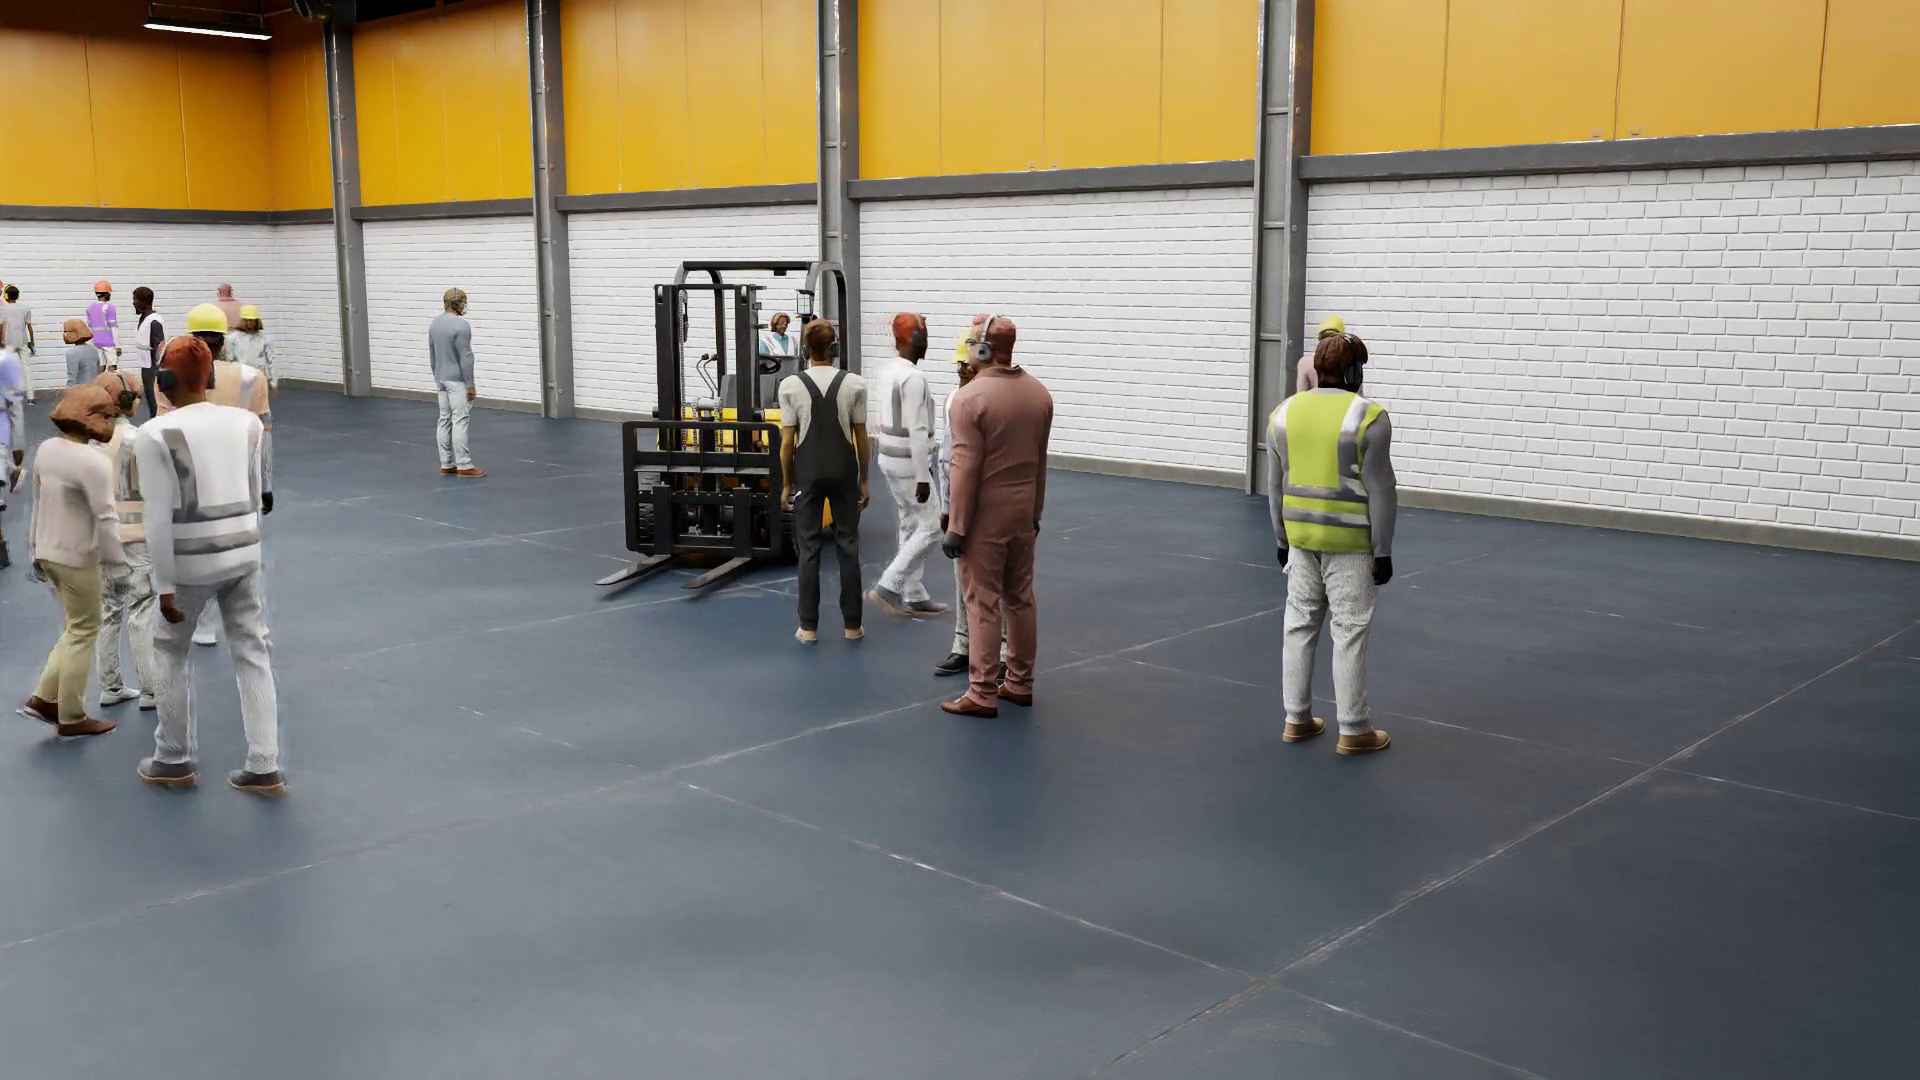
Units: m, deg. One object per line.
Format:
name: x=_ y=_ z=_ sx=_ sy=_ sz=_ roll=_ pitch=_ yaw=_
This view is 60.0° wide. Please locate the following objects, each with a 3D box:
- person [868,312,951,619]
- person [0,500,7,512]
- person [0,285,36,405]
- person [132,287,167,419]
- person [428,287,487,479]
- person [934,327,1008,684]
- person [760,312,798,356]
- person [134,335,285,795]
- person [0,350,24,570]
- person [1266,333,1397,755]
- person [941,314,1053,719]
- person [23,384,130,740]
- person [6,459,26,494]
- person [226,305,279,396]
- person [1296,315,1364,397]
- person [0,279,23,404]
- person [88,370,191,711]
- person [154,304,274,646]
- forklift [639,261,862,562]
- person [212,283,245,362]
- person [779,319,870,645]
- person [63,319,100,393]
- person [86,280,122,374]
person: x=-0.278 y=-0.434 z=10.007 sx=0.493 sy=1.868 sz=0.591 roll=-3 pitch=10 yaw=-19
person: x=-8.620 y=-1.189 z=14.246 sx=1.006 sy=1.978 sz=0.772 roll=6 pitch=11 yaw=31
person: x=-14.679 y=-3.023 z=25.862 sx=0.532 sy=1.873 sz=0.321 roll=-7 pitch=12 yaw=-38
person: x=-9.304 y=-1.956 z=19.179 sx=0.378 sy=1.916 sz=0.598 roll=-8 pitch=12 yaw=-39
person: x=-5.129 y=-1.588 z=16.884 sx=0.629 sy=1.933 sz=0.379 roll=8 pitch=12 yaw=40
person: x=0.114 y=-0.175 z=8.534 sx=0.594 sy=1.828 sz=0.403 roll=8 pitch=12 yaw=41
person: x=-2.010 y=-1.720 z=18.582 sx=0.520 sy=1.639 sz=0.312 roll=-8 pitch=12 yaw=-40
person: x=-3.088 y=0.109 z=6.728 sx=0.813 sy=1.854 sz=0.593 roll=6 pitch=11 yaw=33
person: x=-6.771 y=-0.675 z=11.365 sx=0.554 sy=1.902 sz=0.897 roll=-1 pitch=9 yaw=-3
person: x=1.652 y=0.015 z=7.329 sx=0.429 sy=1.845 sz=0.621 roll=-9 pitch=13 yaw=-43
person: x=0.149 y=-0.113 z=7.917 sx=0.409 sy=1.908 sz=0.651 roll=8 pitch=12 yaw=41
person: x=-3.942 y=0.105 z=7.461 sx=0.537 sy=1.606 sz=0.358 roll=6 pitch=11 yaw=33
person: x=-9.157 y=-1.187 z=15.401 sx=0.726 sy=1.610 sz=0.498 roll=-1 pitch=9 yaw=-9
person: x=-7.743 y=-1.712 z=18.248 sx=0.513 sy=1.719 sz=0.621 roll=-7 pitch=11 yaw=-35
person: x=3.014 y=-0.951 z=13.543 sx=0.538 sy=1.750 sz=0.608 roll=3 pitch=10 yaw=18
person: x=-14.965 y=-3.092 z=25.904 sx=0.623 sy=1.994 sz=0.382 roll=5 pitch=11 yaw=30
person: x=-4.012 y=0.006 z=8.002 sx=0.525 sy=1.639 sz=0.307 roll=3 pitch=10 yaw=20
person: x=-4.201 y=-0.359 z=9.380 sx=0.630 sy=1.922 sz=0.381 roll=-5 pitch=11 yaw=-30
forklift: x=-1.552 y=-1.040 z=12.721 sx=1.214 sy=2.155 sz=2.313 roll=2 pitch=9 yaw=11
person: x=-11.676 y=-3.147 z=26.561 sx=0.646 sy=1.893 sz=0.445 roll=-7 pitch=12 yaw=-38
person: x=-0.762 y=-0.320 z=9.393 sx=0.507 sy=1.840 sz=0.343 roll=-1 pitch=9 yaw=-7
person: x=-8.713 y=-1.382 z=16.566 sx=0.279 sy=1.629 sz=0.505 roll=1 pitch=9 yaw=4
person: x=-13.162 y=-3.022 z=25.654 sx=0.542 sy=1.939 sz=0.364 roll=3 pitch=10 yaw=20
